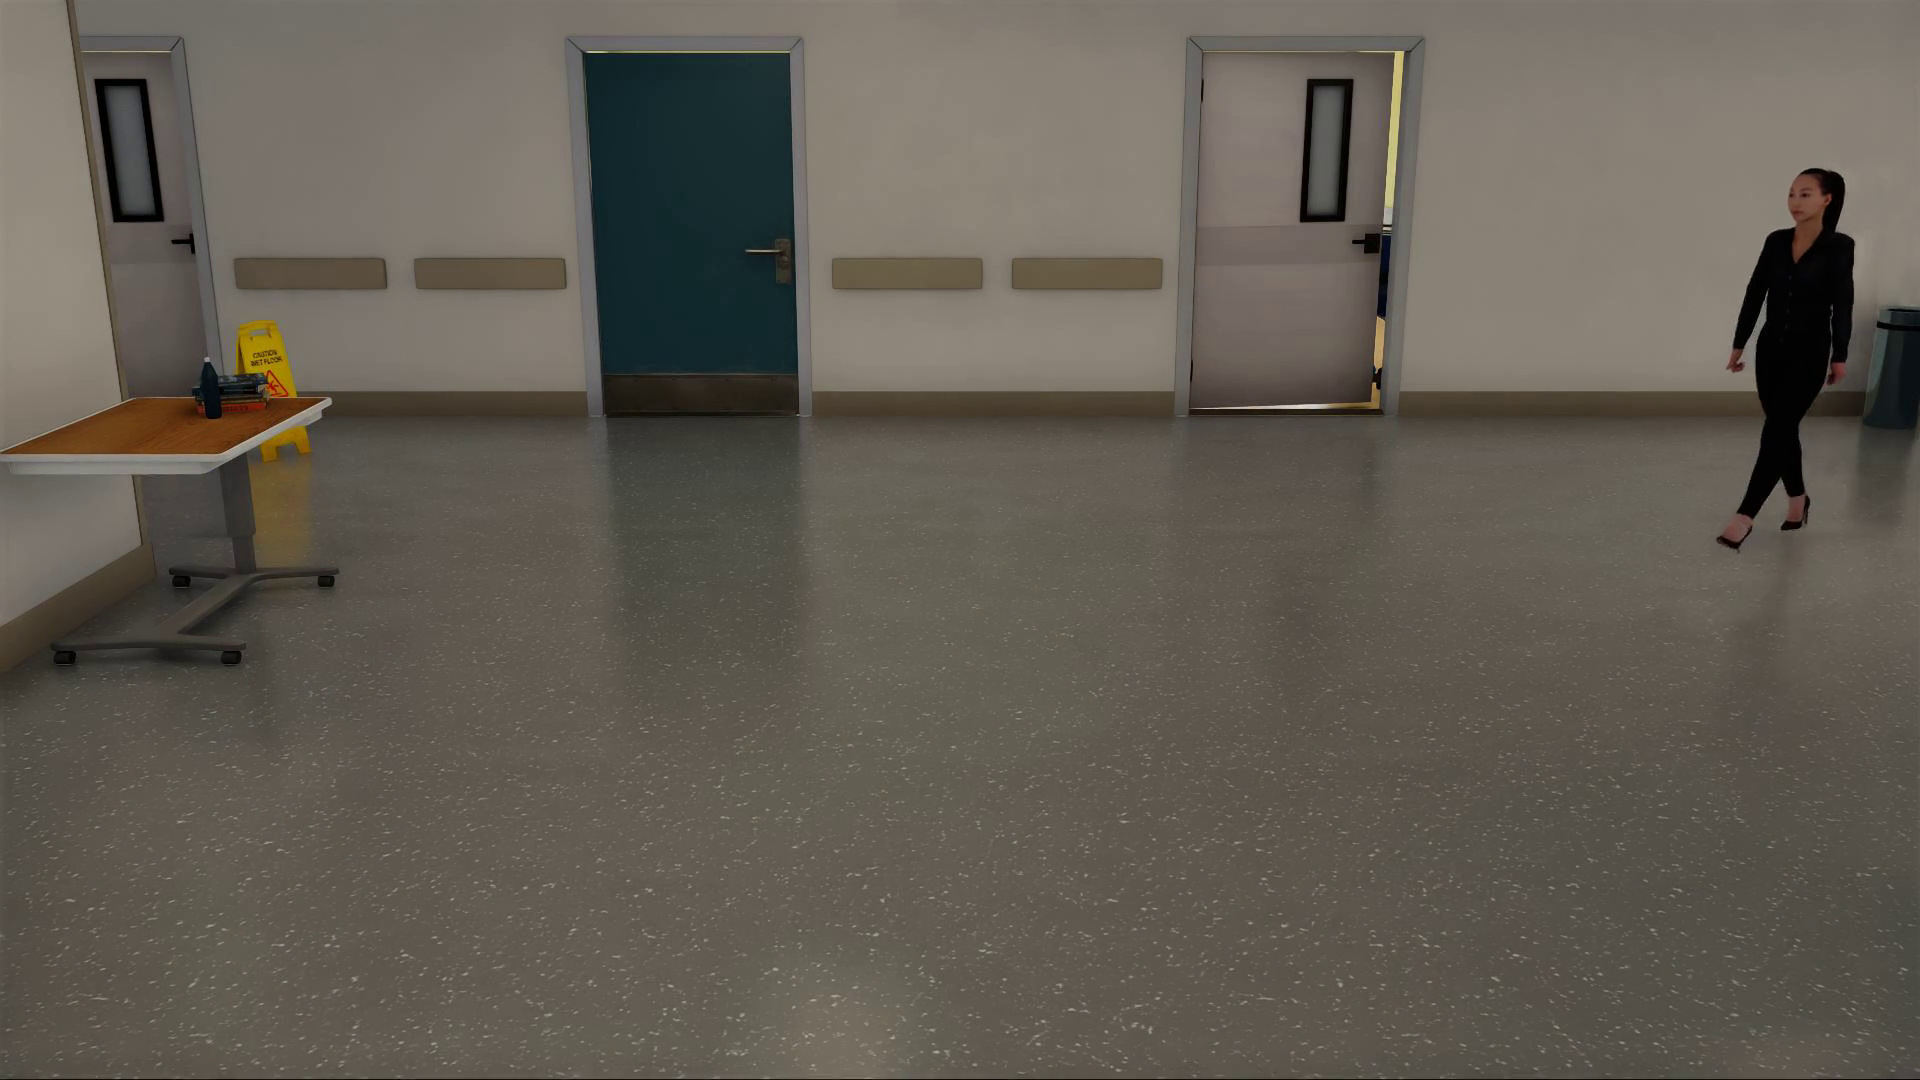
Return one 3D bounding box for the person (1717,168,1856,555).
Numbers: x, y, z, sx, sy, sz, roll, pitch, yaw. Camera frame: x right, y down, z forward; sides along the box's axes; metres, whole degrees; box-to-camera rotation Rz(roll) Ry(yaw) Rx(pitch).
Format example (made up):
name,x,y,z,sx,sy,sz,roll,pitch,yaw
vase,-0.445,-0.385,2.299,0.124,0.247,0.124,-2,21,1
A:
name,x,y,z,sx,sy,sz,roll,pitch,yaw
person,3.733,-0.767,7.423,1.155,1.655,0.972,-11,19,-33
